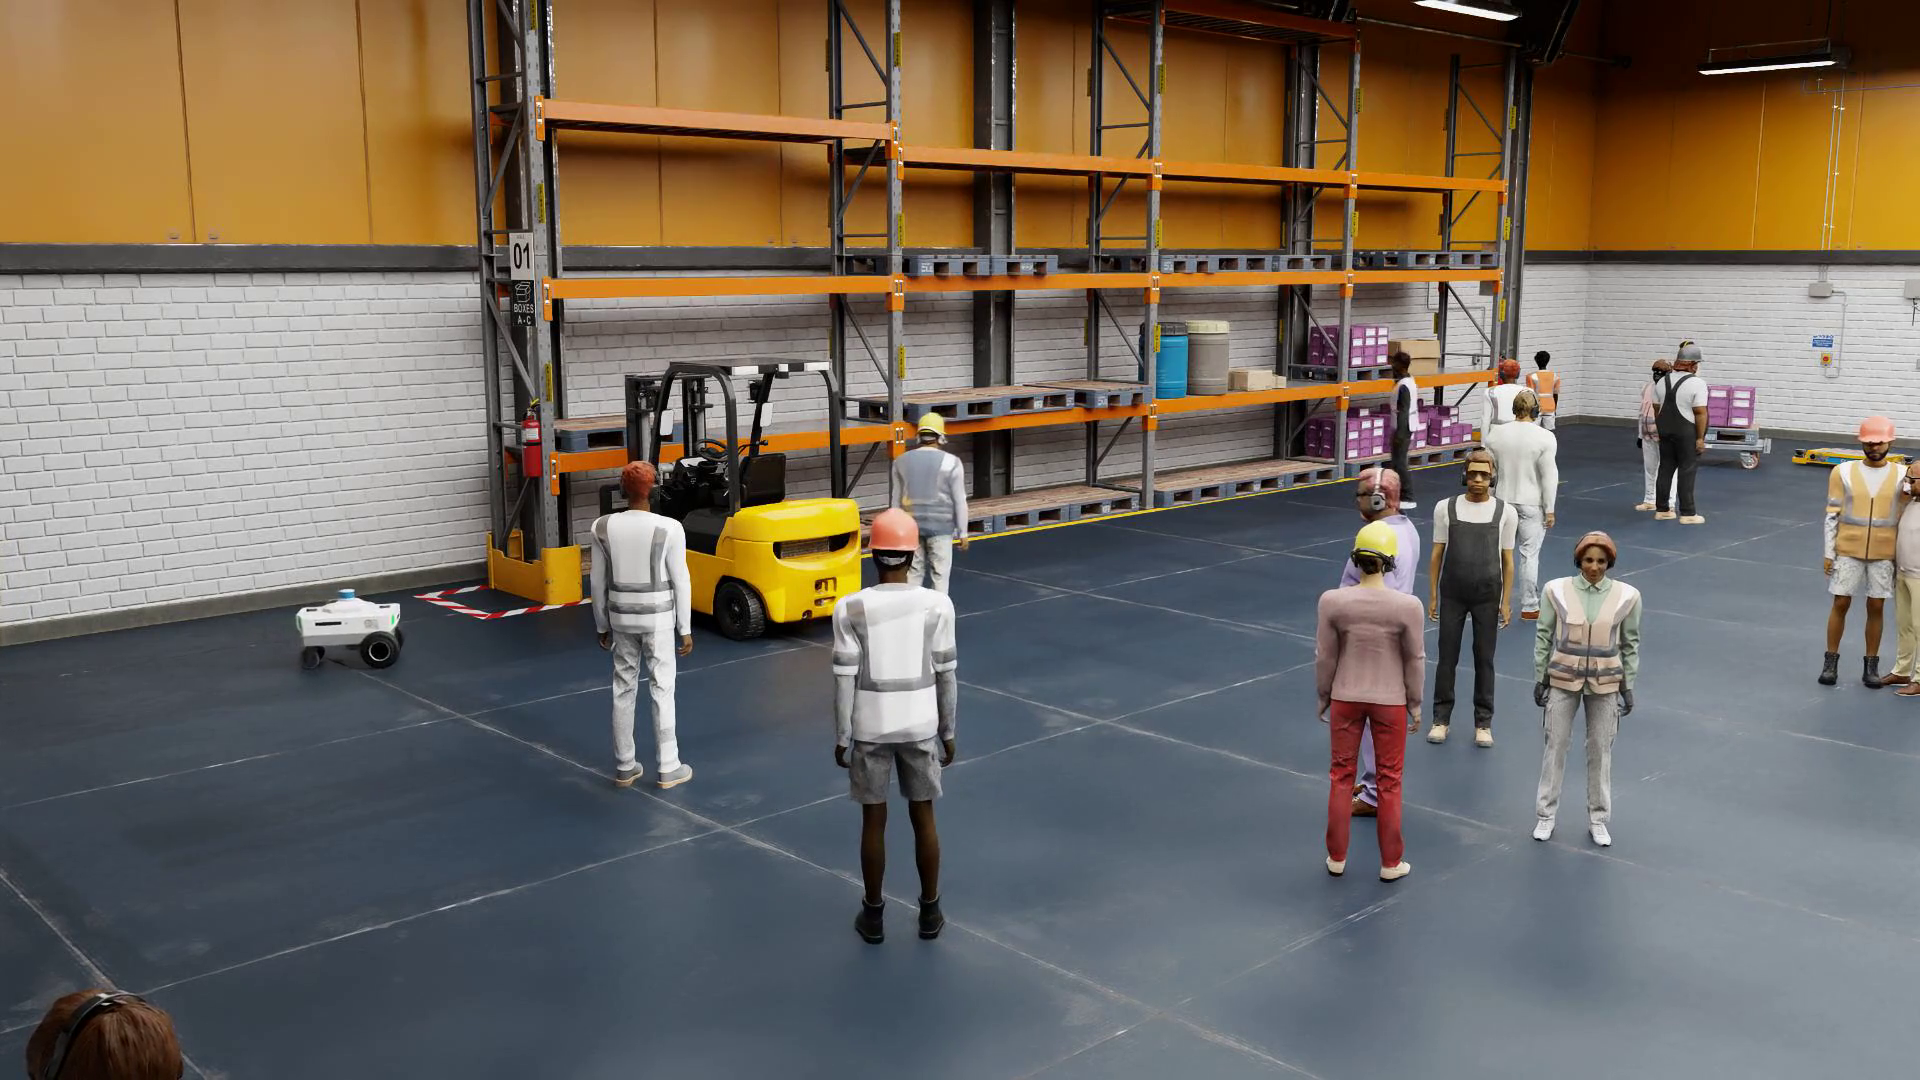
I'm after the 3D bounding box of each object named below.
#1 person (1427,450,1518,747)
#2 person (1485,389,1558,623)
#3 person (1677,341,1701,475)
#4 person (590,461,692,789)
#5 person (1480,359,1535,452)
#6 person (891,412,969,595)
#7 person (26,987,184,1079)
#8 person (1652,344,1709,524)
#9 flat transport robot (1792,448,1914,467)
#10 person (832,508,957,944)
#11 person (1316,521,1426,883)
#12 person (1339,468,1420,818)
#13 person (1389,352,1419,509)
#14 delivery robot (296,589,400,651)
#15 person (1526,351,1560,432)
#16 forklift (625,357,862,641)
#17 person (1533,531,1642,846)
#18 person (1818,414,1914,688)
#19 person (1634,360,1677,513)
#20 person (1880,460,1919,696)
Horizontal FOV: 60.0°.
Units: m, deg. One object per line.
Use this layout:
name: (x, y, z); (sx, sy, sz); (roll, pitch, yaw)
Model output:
person: (3.168, 0.363, 10.324); (0.507, 1.847, 0.345); (3, 10, 18)
person: (4.663, -0.283, 13.835); (0.373, 1.940, 0.629); (-9, 13, -44)
person: (10.068, -1.818, 23.045); (0.330, 1.864, 0.512); (6, 11, 30)
person: (-1.807, 0.484, 9.498); (0.586, 1.883, 0.341); (2, 10, 12)
person: (6.160, -1.094, 18.739); (0.584, 1.883, 0.345); (2, 10, 13)
person: (-0.232, -0.098, 13.154); (0.617, 1.808, 0.438); (3, 10, 16)
person: (-1.400, 1.643, 2.846); (0.429, 1.844, 0.627); (3, 10, 19)
person: (8.274, -1.217, 19.007); (0.536, 2.000, 0.683); (-4, 11, -24)
flat transport robot: (12.810, -1.162, 23.854); (0.652, 0.197, 1.431); (-6, 12, -33)
person: (-0.292, 0.821, 7.377); (0.551, 1.934, 0.373); (-1, 10, -8)
person: (1.990, 0.785, 8.090); (0.522, 1.768, 0.312); (4, 11, 23)
person: (2.249, 0.552, 9.046); (0.411, 1.908, 0.643); (5, 11, 25)
person: (5.351, -1.310, 20.038); (0.356, 1.890, 0.726); (3, 10, 17)
delivery robot: (-4.547, 0.611, 12.371); (0.707, 0.478, 0.477); (-2, 10, -13)
person: (8.263, -1.844, 23.671); (0.540, 1.698, 0.317); (-2, 10, -12)
forklift: (-1.847, -0.414, 13.852); (1.214, 2.155, 2.313); (-9, 13, -42)
person: (3.226, 0.762, 8.601); (0.511, 1.638, 0.308); (3, 10, 16)
person: (6.381, 0.082, 11.701); (0.547, 1.937, 0.379); (5, 11, 25)
person: (8.250, -1.208, 19.604); (0.431, 1.833, 0.643); (-4, 10, -21)
person: (6.621, 0.261, 11.540); (0.271, 1.632, 0.508); (0, 10, 1)
